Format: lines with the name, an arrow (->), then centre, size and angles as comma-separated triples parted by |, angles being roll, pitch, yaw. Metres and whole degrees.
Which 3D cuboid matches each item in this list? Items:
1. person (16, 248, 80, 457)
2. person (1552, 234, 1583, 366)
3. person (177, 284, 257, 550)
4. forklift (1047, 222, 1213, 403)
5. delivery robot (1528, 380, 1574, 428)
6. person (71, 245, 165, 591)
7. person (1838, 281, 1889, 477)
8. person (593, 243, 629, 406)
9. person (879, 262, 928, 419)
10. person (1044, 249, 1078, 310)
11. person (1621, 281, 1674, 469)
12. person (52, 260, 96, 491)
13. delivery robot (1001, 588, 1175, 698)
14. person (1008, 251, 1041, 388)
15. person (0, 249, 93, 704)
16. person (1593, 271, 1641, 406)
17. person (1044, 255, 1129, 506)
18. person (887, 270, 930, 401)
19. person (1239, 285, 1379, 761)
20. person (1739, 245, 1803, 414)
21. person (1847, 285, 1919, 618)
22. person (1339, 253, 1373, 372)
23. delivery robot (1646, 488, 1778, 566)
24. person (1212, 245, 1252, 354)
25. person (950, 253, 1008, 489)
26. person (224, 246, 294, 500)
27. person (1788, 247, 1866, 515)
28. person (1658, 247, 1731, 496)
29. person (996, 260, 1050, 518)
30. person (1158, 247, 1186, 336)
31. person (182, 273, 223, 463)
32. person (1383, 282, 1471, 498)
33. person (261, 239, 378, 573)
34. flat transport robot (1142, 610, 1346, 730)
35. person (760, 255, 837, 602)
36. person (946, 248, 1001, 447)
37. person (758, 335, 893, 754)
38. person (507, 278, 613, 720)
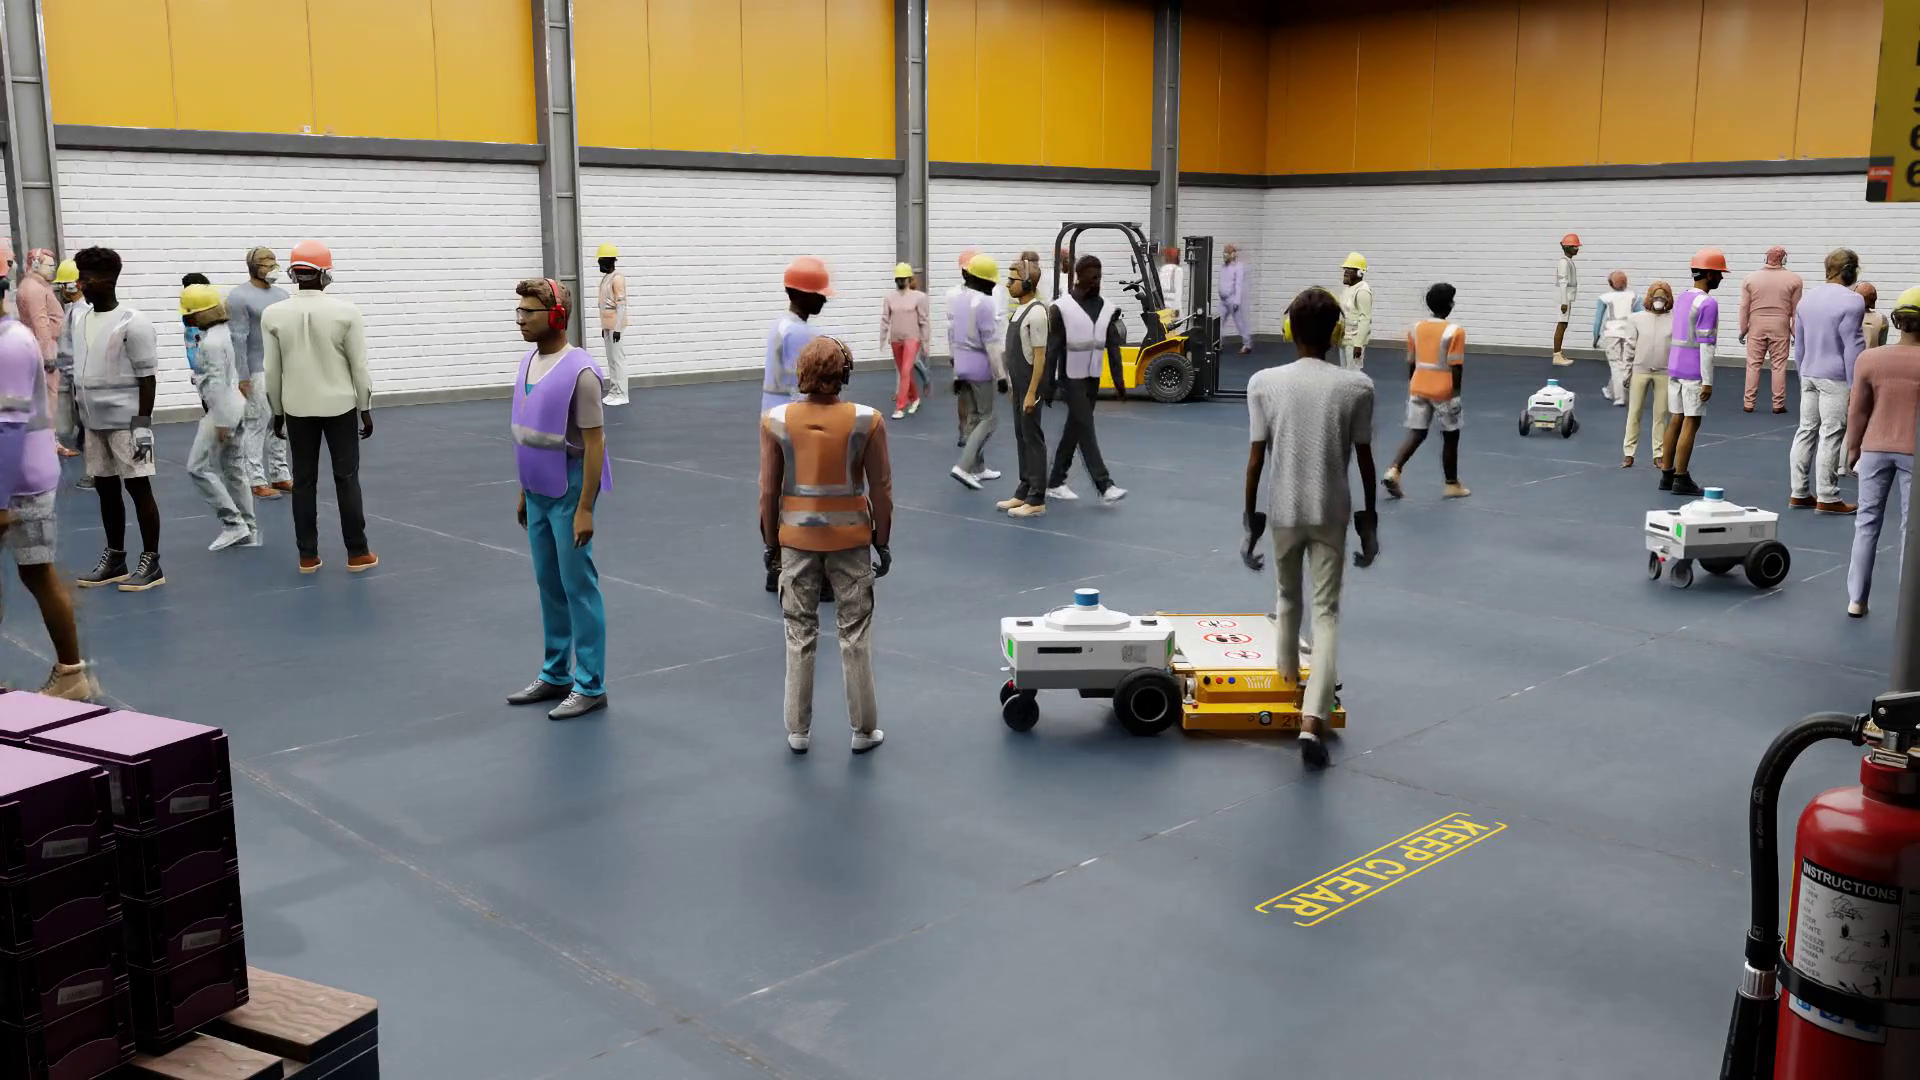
person -> -8.368, -1.708, 15.247 | 0.406, 1.902, 0.637 | -7, 13, -34
person -> 9.470, -3.743, 25.948 | 0.372, 2.042, 0.615 | 5, 11, 24
person -> -4.753, -0.776, 10.645 | 0.426, 1.715, 0.570 | -3, 11, -18
forklift -> 1.935, -2.847, 20.651 | 2.313, 2.155, 1.214 | 2, 11, 13
delivery robot -> 6.014, -1.389, 16.916 | 0.477, 0.478, 0.707 | 6, 12, 28
person -> -4.841, -0.690, 9.506 | 0.606, 1.967, 0.367 | 4, 11, 23
person -> 7.526, -1.347, 13.981 | 0.514, 1.641, 0.308 | -2, 11, -13
person -> -4.164, -2.571, 19.873 | 0.370, 1.927, 0.588 | -6, 12, -29
person -> -0.612, -2.248, 18.662 | 0.538, 1.726, 0.893 | 4, 11, 22
person -> 1.357, -3.040, 22.699 | 0.607, 1.846, 0.908 | -6, 12, -30
person -> 6.026, -1.434, 14.474 | 0.497, 1.633, 0.288 | 4, 11, 19
person -> -6.966, -1.309, 13.258 | 0.404, 1.827, 0.600 | -4, 11, -19
delivery robot -> 0.523, 0.445, 6.915 | 0.707, 0.478, 0.477 | 0, 10, -1
person -> 0.856, -2.922, 22.113 | 0.436, 1.816, 0.643 | -1, 10, -6
person -> -4.047, -0.224, 6.809 | 0.808, 2.018, 0.639 | -9, 14, -41
person -> 7.853, -2.414, 19.924 | 0.527, 1.576, 0.897 | 0, 10, 0
person -> 0.978, -1.189, 12.502 | 0.609, 1.864, 0.970 | -9, 13, -39
person -> -0.635, -2.523, 20.445 | 0.516, 1.627, 0.523 | 6, 12, 30
person -> 1.375, -0.081, 6.558 | 0.537, 1.838, 0.910 | 3, 11, 17
person -> 9.241, -2.396, 18.978 | 0.651, 1.906, 0.403 | 6, 12, 30
person -> 4.939, -0.444, 8.723 | 0.330, 1.765, 0.533 | -10, 14, -43
person -> 4.158, -2.128, 17.702 | 0.404, 1.836, 0.600 | -1, 10, -4
delivery robot -> 4.367, -0.061, 9.674 | 0.707, 0.478, 0.477 | -3, 11, -14
person -> 4.596, -4.068, 28.251 | 0.984, 1.860, 0.664 | -5, 12, -27
person -> 0.130, -1.362, 13.391 | 0.607, 1.885, 0.606 | -5, 11, -25
person -> -5.346, -1.286, 12.835 | 0.359, 1.937, 0.635 | 3, 11, 18
person -> 6.333, -1.154, 12.118 | 0.373, 1.940, 0.628 | -2, 11, -12
person -> 5.751, -1.306, 12.994 | 0.390, 1.929, 0.539 | -1, 10, -4
person -> 0.470, -1.086, 11.995 | 0.344, 1.847, 0.505 | -2, 11, -12
person -> 3.350, -3.782, 26.722 | 0.964, 1.845, 0.589 | -6, 12, -31
person -> -6.722, -1.531, 14.839 | 0.320, 1.693, 0.531 | -1, 10, -6
person -> 3.617, -1.132, 12.715 | 0.730, 1.678, 0.542 | -7, 12, -33
person -> -3.831, -0.791, 9.977 | 0.611, 1.996, 0.378 | -1, 10, -6
flat transport robot -> 1.211, 0.548, 7.383 | 0.652, 0.197, 1.431 | 0, 10, -2
person -> -0.872, -0.621, 9.276 | 0.468, 1.914, 0.607 | -3, 11, -14
person -> 0.133, -1.894, 16.263 | 0.542, 1.903, 0.963 | 1, 10, 5
person -> -0.522, 0.028, 6.489 | 0.523, 1.638, 0.310 | 0, 10, 2
person -> -1.684, -0.176, 7.032 | 0.389, 1.847, 0.563 | -9, 14, -42
